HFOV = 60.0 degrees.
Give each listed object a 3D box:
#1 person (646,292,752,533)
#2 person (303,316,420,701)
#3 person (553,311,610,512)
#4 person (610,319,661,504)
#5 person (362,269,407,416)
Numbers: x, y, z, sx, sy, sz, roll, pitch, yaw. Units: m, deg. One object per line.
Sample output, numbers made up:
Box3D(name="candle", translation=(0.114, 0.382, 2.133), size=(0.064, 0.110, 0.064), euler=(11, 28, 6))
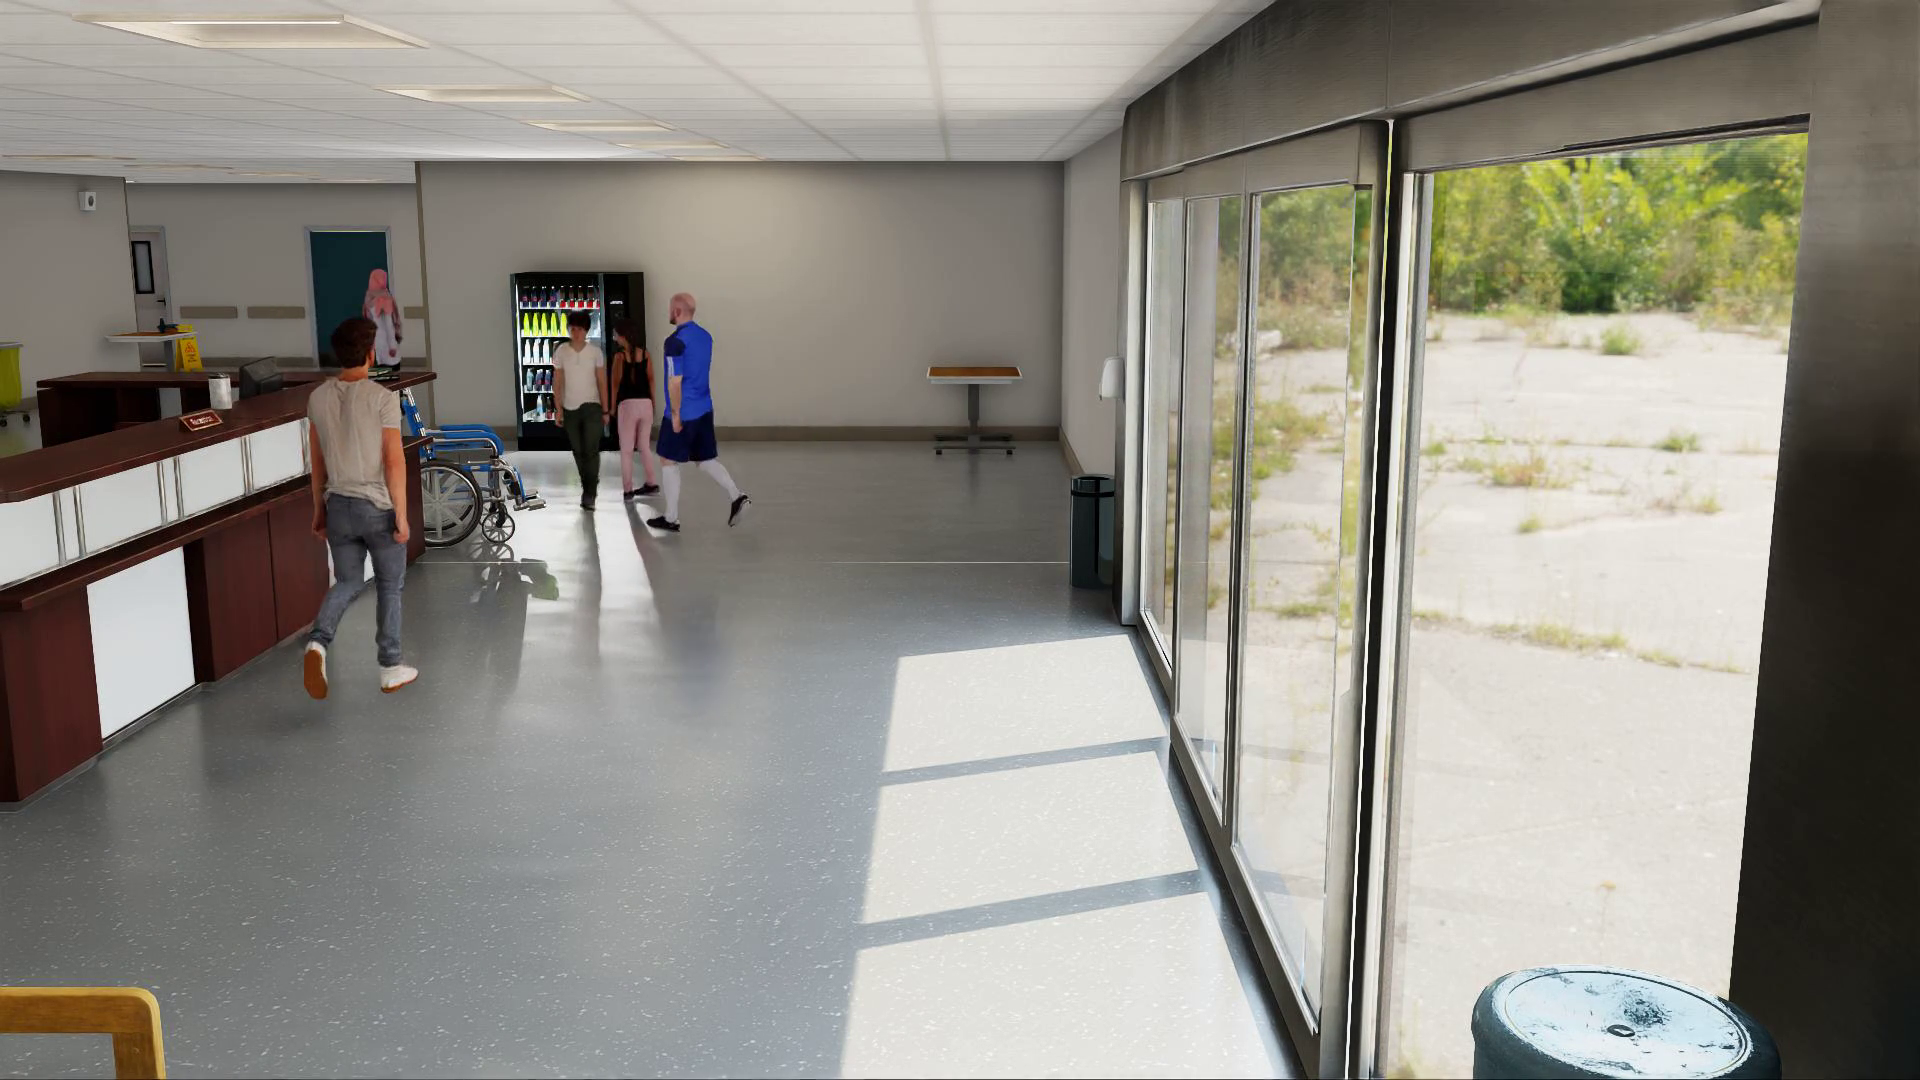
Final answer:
Box3D(name="person", translation=(-1.984, -0.940, 12.548), size=(1.210, 1.819, 0.991), euler=(5, 12, 26))
Box3D(name="person", translation=(-2.951, -0.123, 8.086), size=(1.009, 1.878, 0.826), euler=(2, 11, 10))
Box3D(name="person", translation=(-3.099, -1.045, 13.678), size=(1.024, 1.605, 0.634), euler=(0, 11, -1))
Box3D(name="person", translation=(-2.760, -1.082, 14.027), size=(0.708, 1.548, 0.772), euler=(-6, 12, -30))
Box3D(name="person", translation=(-7.035, -2.359, 20.098), size=(0.994, 1.792, 1.027), euler=(9, 14, 40))
